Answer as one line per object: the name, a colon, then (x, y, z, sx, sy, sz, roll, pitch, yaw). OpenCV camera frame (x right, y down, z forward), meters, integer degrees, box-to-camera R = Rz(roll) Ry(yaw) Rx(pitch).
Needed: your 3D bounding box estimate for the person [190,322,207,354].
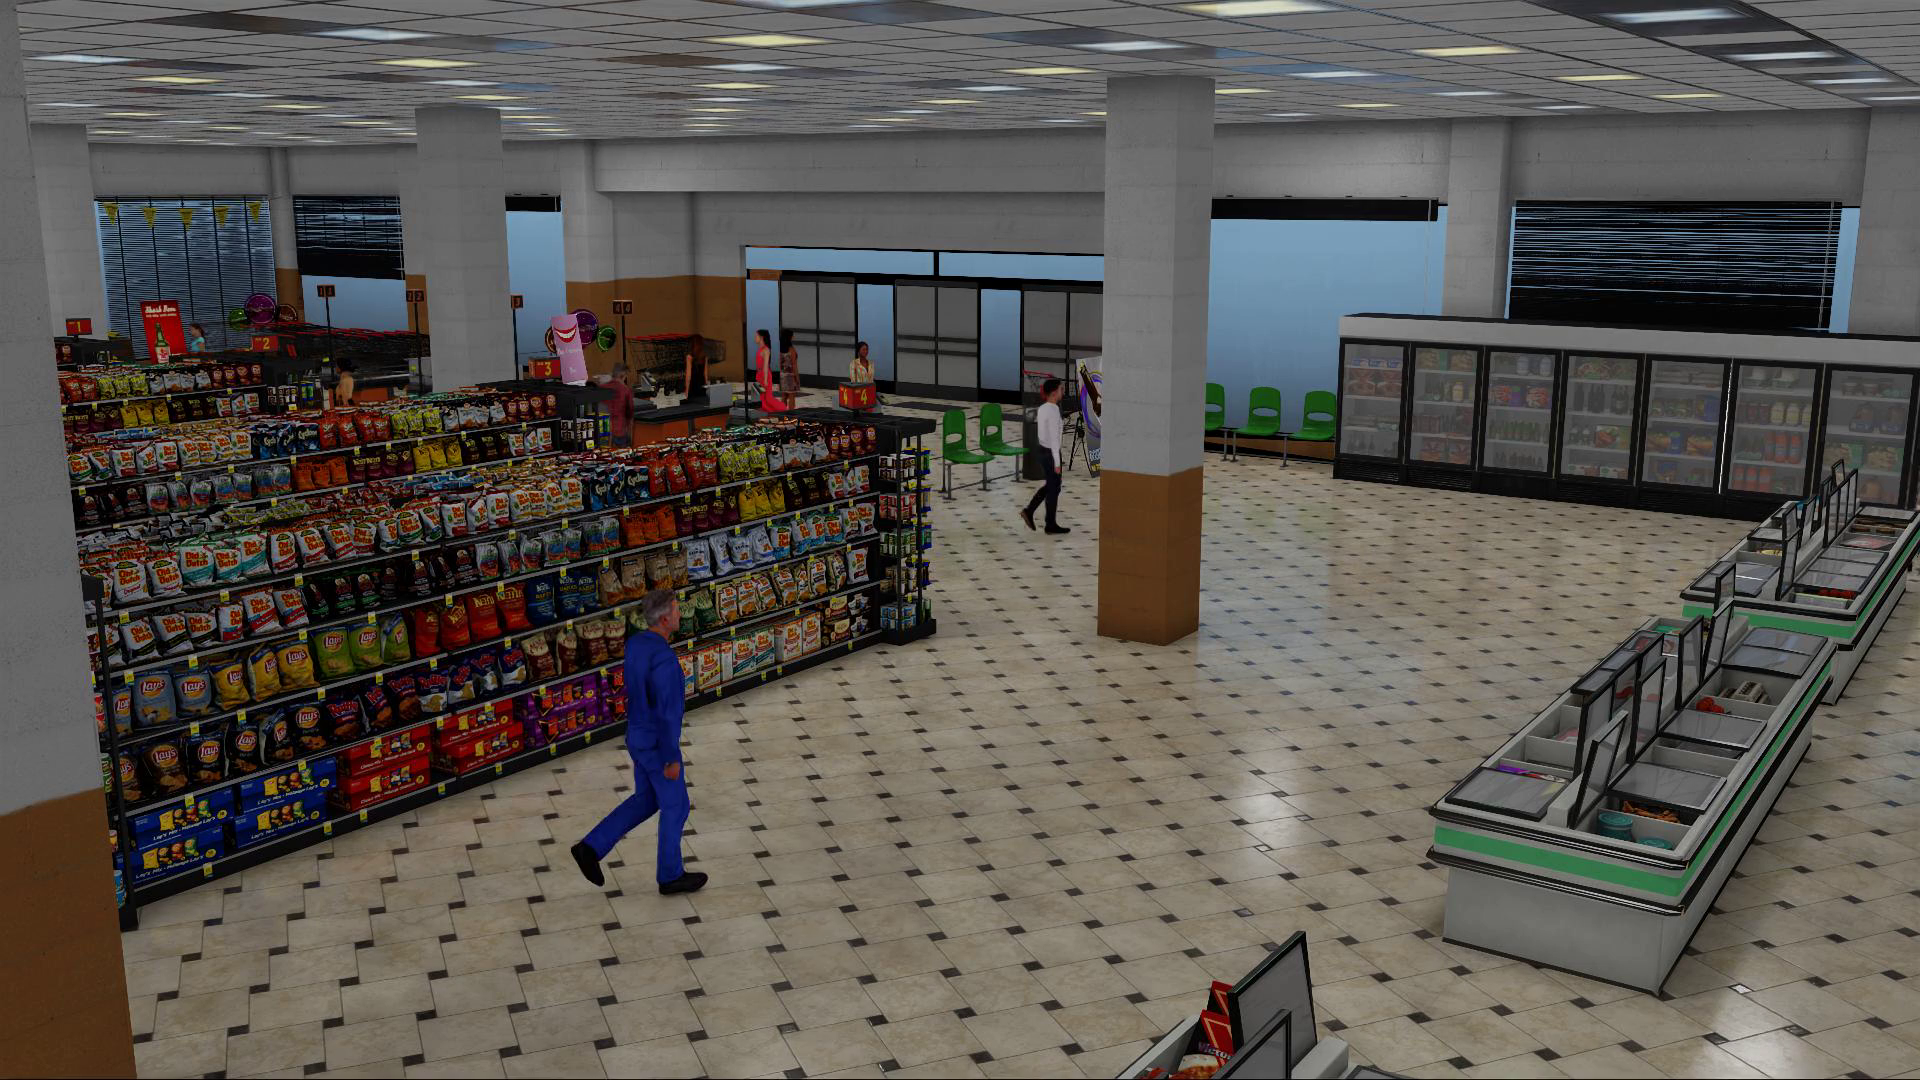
person: (-14.520, -3.404, 31.949, 0.696, 1.546, 0.660, -7, 14, -32)

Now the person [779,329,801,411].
person: (-3.013, -2.884, 29.240, 0.606, 1.645, 0.695, -11, 16, -41)

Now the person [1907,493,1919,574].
person: (10.139, -0.164, 17.453, 0.726, 1.179, 0.786, -3, 12, -12)

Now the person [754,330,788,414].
person: (-3.245, -2.692, 28.179, 0.979, 1.706, 0.851, -5, 13, -23)

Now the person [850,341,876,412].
person: (-1.473, -2.123, 25.266, 0.566, 1.793, 0.712, -9, 15, -36)

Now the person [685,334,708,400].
person: (-4.061, -2.281, 25.962, 0.668, 1.816, 0.862, 10, 15, 38)

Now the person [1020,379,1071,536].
person: (0.975, -0.970, 19.648, 0.975, 1.853, 0.902, -3, 12, -14)

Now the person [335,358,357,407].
person: (-8.813, -1.810, 24.183, 0.964, 1.626, 0.987, 0, 12, 2)

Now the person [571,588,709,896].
person: (-1.829, 1.192, 9.498, 1.144, 1.803, 1.004, -6, 13, -28)

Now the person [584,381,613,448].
person: (-4.453, -1.062, 20.360, 0.904, 1.739, 0.817, -11, 16, -41)

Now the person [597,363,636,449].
person: (-4.615, -1.429, 21.936, 0.860, 1.807, 0.949, -6, 13, -28)
